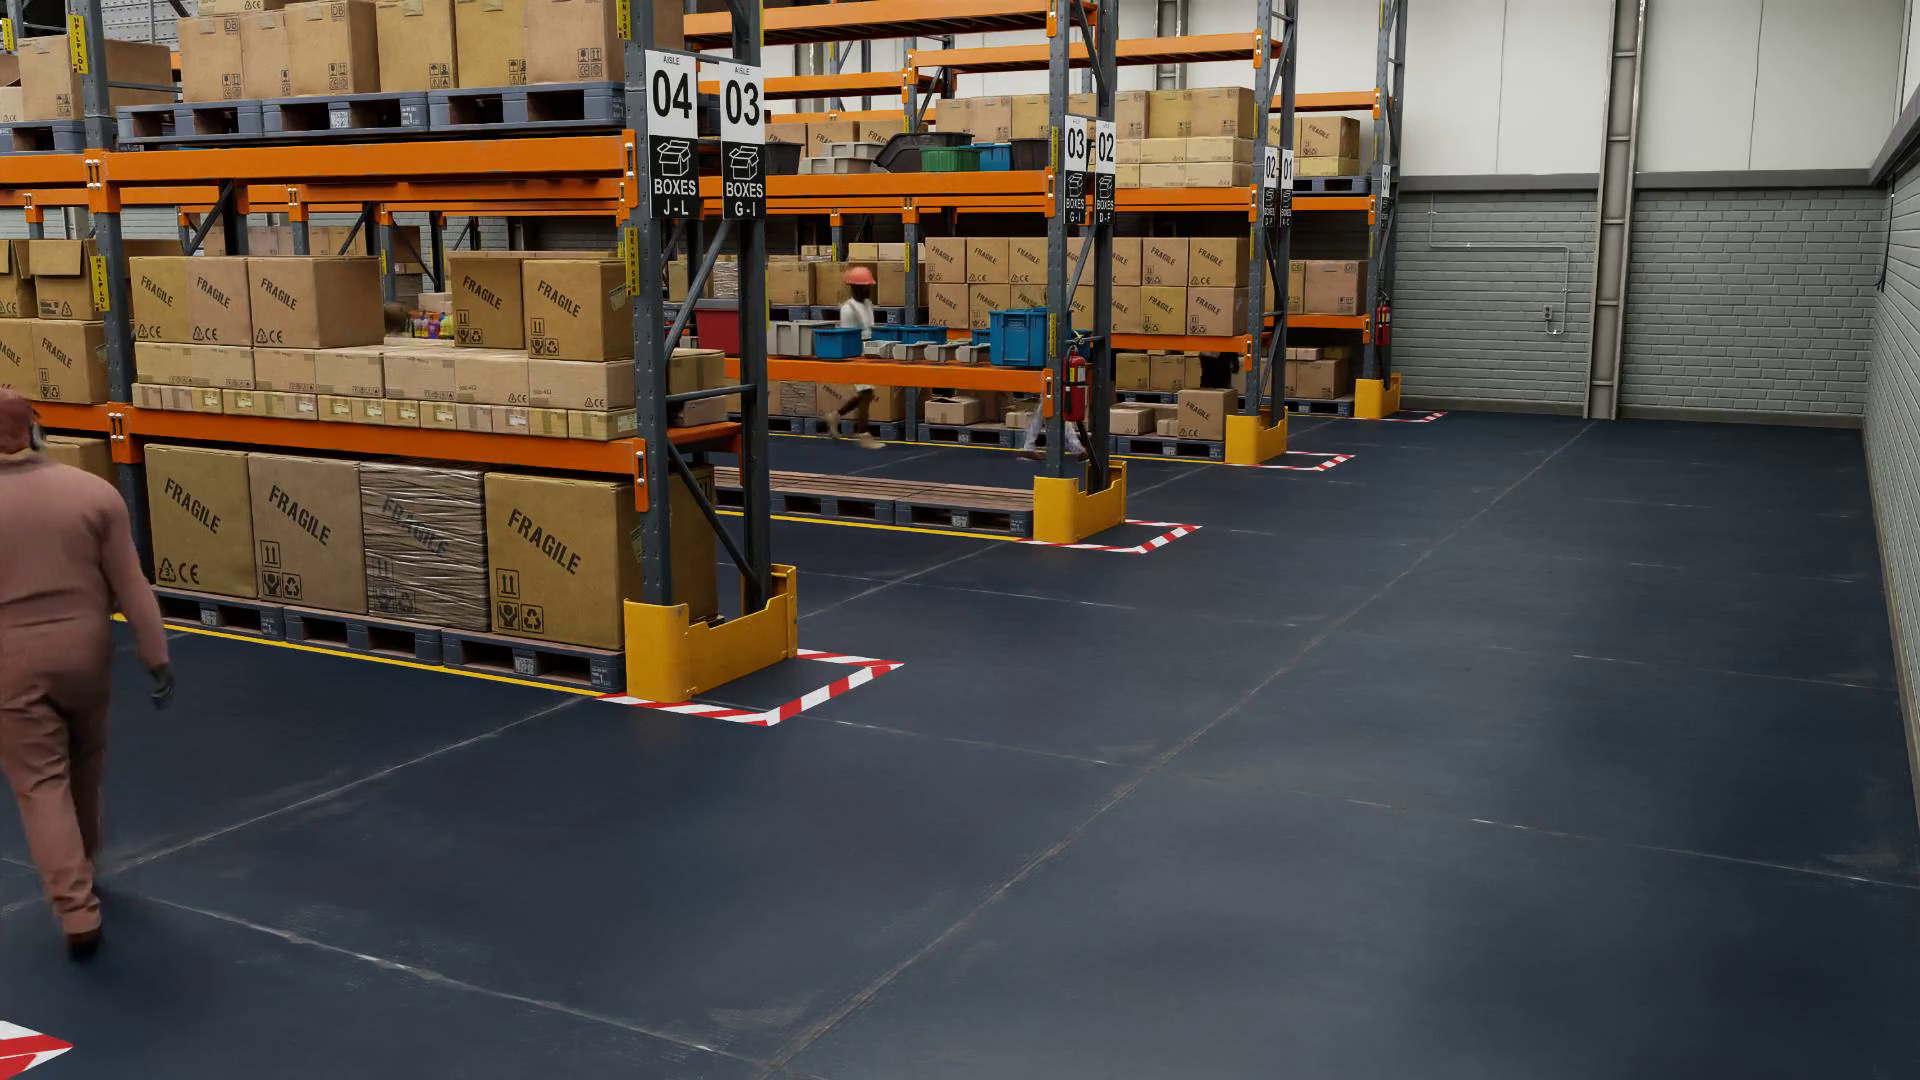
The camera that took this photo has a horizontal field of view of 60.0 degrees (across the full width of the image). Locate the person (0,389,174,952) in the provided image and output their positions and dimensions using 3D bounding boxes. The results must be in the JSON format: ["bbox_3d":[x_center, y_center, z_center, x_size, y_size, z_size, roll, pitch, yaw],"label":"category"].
[{"bbox_3d":[-3.077,0.417,5.624,0.716,1.850,0.963,-9,13,-39],"label":"person"}]

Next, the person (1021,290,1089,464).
[{"bbox_3d":[1.040,-1.689,17.150,0.961,1.816,0.551,5,12,26],"label":"person"}]

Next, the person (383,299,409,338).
[{"bbox_3d":[-4.032,-0.795,12.087,0.946,1.898,0.639,5,12,26],"label":"person"}]

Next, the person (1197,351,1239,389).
[{"bbox_3d":[2.890,-2.049,18.977,0.366,1.880,0.698,-7,12,-33],"label":"person"}]

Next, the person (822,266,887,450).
[{"bbox_3d":[-1.166,-1.999,18.308,0.743,2.021,0.620,4,11,21],"label":"person"}]

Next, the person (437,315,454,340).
[{"bbox_3d":[-3.954,-0.902,13.124,0.903,1.721,0.526,2,11,13],"label":"person"}]
